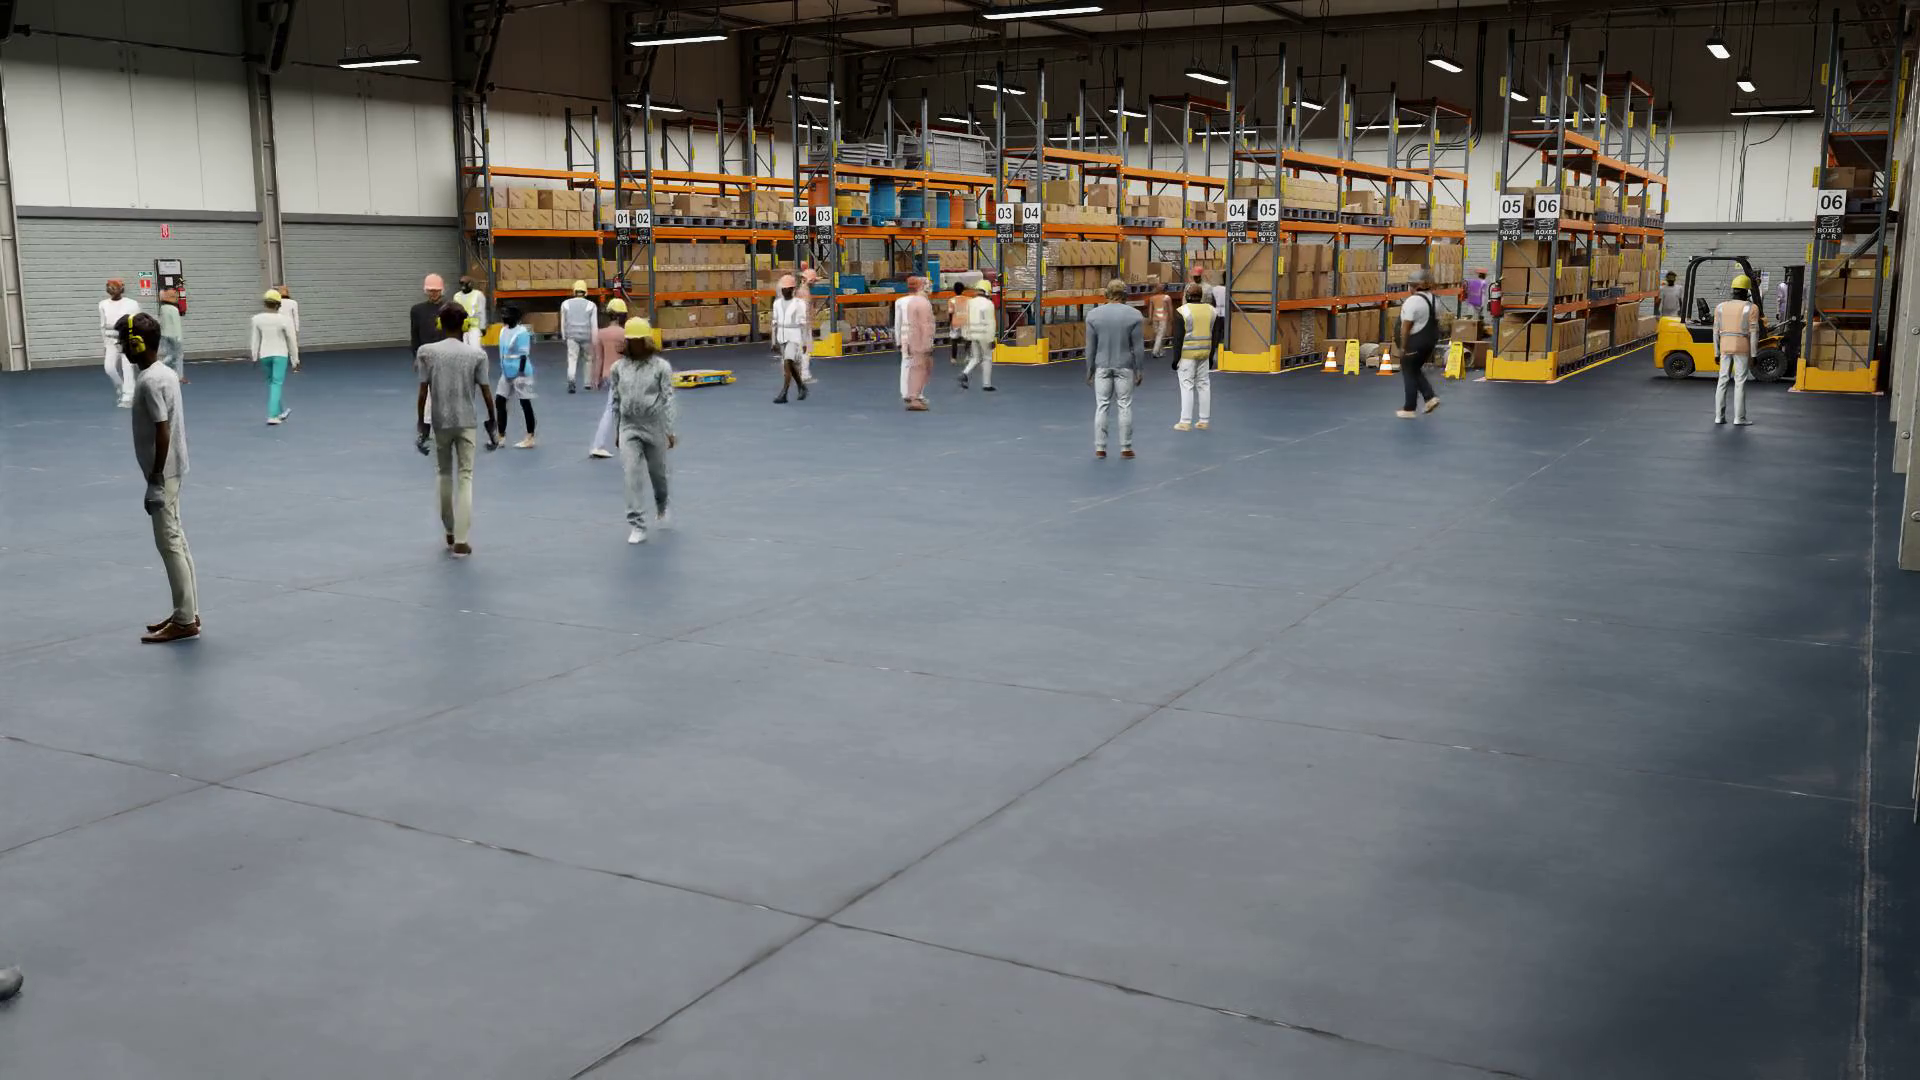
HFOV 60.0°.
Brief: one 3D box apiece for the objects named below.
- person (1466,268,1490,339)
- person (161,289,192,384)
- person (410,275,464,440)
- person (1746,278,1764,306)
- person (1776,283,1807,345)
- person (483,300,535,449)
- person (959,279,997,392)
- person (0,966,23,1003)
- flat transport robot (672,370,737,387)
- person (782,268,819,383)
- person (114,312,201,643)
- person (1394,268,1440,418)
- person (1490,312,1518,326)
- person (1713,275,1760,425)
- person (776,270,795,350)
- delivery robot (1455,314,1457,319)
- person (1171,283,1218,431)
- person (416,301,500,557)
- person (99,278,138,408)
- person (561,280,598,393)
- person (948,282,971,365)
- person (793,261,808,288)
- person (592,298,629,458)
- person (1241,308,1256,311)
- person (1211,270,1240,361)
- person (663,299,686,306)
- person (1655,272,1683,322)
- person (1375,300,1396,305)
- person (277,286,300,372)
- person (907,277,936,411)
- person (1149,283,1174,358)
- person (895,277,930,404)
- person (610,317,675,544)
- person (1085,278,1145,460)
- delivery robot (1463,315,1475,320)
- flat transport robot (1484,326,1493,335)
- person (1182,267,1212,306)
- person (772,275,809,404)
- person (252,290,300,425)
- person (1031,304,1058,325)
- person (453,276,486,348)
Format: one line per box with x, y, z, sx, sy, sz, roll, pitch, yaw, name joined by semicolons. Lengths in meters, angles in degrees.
13.561;-6.207;43.714;1.004;1.874;0.634;-7;12;-37;person
-13.383;-3.438;28.199;0.512;1.614;0.503;8;12;39;person
-6.228;-2.169;19.807;0.642;1.940;0.994;-1;10;-8;person
19.388;-5.572;40.634;0.511;1.641;0.308;-2;10;-12;person
18.460;-5.083;36.959;0.587;1.920;0.386;5;11;27;person
-5.086;-1.839;18.645;0.552;1.671;0.683;9;13;42;person
0.311;-3.256;26.584;0.575;1.808;0.591;-8;13;-40;person
-2.988;0.548;4.360;0.583;1.798;0.960;2;10;11;person
-4.438;-2.736;28.029;0.652;0.197;1.431;5;11;27;flat transport robot
-2.703;-3.662;28.498;0.620;1.964;0.660;-2;10;-12;person
-4.538;-0.349;9.404;0.327;1.863;0.535;-3;10;-18;person
6.113;-2.661;22.416;0.538;2.000;0.685;9;13;44;person
15.544;-6.870;47.188;0.619;2.013;0.951;-8;13;-39;person
10.008;-2.439;21.451;0.363;1.928;0.587;-8;12;-38;person
-3.944;-5.321;38.541;0.964;1.853;0.659;-8;12;-38;person
13.757;-6.024;46.176;0.477;0.478;0.707;-1;10;-6;delivery robot
2.915;-2.290;20.831;0.633;1.842;0.429;-5;11;-26;person
-3.680;-0.825;12.238;0.561;1.841;0.770;-1;10;-7;person
-12.035;-2.817;23.831;0.580;1.868;0.405;0;10;-2;person
-6.079;-3.245;26.549;0.601;1.807;0.830;-1;10;-3;person
0.017;-4.329;33.283;0.530;1.664;0.847;-2;10;-13;person
-3.889;-5.824;40.929;0.609;2.044;0.394;8;13;40;person
-3.712;-1.762;18.112;0.528;1.717;0.933;8;13;41;person
6.270;-4.936;36.392;0.565;1.817;0.734;7;12;36;person
5.395;-4.548;33.884;0.595;1.901;0.667;5;11;25;person
-7.695;-6.362;44.424;0.624;1.918;0.957;8;12;38;person
15.694;-5.010;36.822;0.539;1.814;0.977;4;11;24;person
11.666;-6.509;45.431;0.683;1.864;0.920;6;12;33;person
-12.680;-3.957;31.239;0.495;1.628;0.299;-3;10;-15;person
-0.552;-2.767;23.494;0.475;1.881;0.681;-2;10;-12;person
4.280;-4.699;35.638;0.512;1.599;0.844;7;12;36;person
-0.690;-2.915;24.431;0.593;1.871;0.389;4;11;25;person
-2.440;-0.867;12.851;0.496;1.716;0.731;0;10;0;person
1.658;-1.824;17.821;0.635;1.936;0.356;2;10;12;person
13.821;-5.918;45.559;0.707;0.478;0.477;-1;10;-8;delivery robot
14.505;-5.766;45.773;0.652;0.197;1.431;-1;10;-7;flat transport robot
4.960;-4.756;34.992;0.636;1.938;1.000;5;11;25;person
-2.525;-3.012;24.874;0.549;1.905;0.948;5;11;29;person
-8.887;-2.388;21.700;0.550;1.722;0.881;1;10;5;person
1.915;-5.208;37.667;0.625;1.934;0.363;0;10;0;person
-8.732;-3.781;29.599;0.648;1.827;0.464;2;10;12;person
